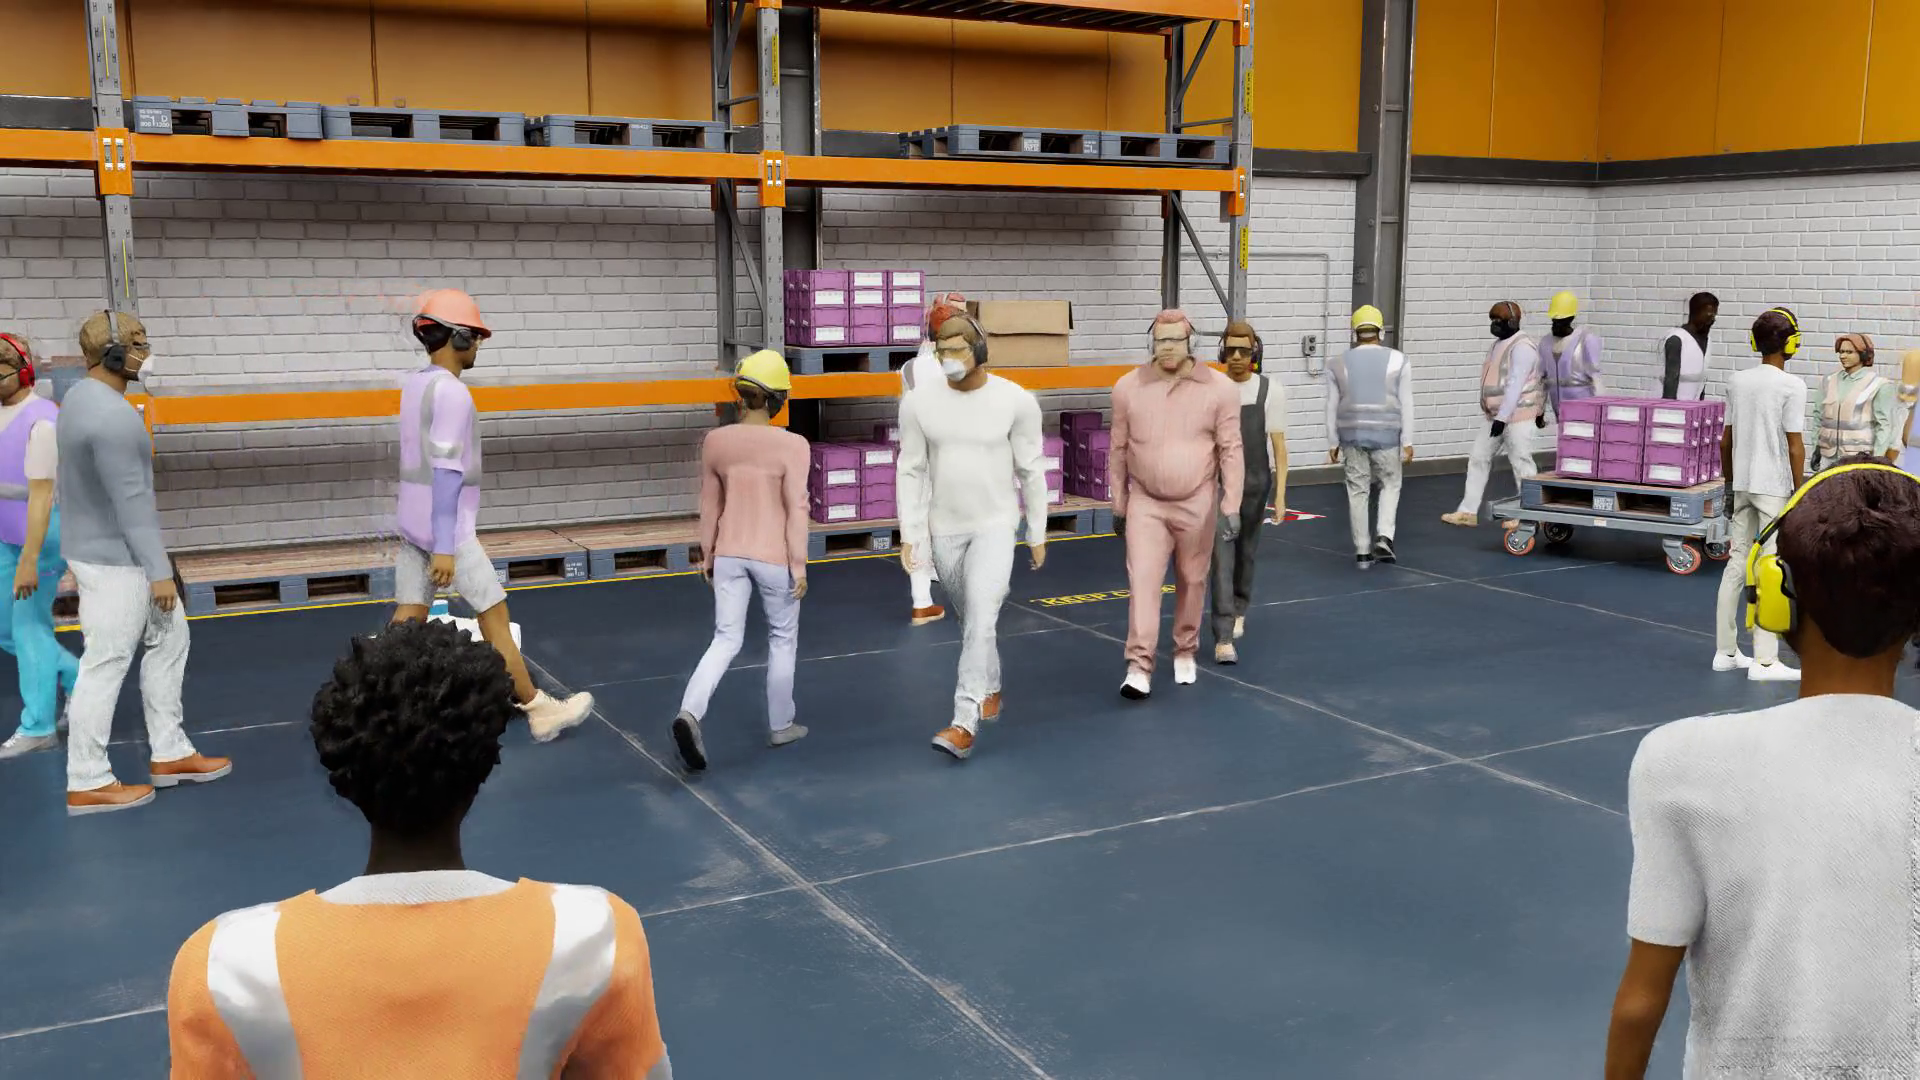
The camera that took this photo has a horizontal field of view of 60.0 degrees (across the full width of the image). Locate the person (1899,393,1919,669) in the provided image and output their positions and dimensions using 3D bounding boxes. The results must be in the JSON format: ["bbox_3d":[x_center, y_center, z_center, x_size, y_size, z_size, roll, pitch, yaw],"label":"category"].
[{"bbox_3d":[4.993,-0.247,8.458,0.583,1.893,0.632,0,9,0],"label":"person"}]

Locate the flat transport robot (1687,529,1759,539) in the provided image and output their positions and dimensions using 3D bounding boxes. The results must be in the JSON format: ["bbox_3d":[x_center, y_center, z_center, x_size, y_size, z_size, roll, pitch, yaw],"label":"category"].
[{"bbox_3d":[6.141,-0.067,12.264,0.652,0.197,1.431,-6,11,-34],"label":"flat transport robot"}]

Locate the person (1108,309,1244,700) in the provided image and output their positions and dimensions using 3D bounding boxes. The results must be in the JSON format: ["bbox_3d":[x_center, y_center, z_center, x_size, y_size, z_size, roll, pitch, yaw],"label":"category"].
[{"bbox_3d":[1.021,-0.161,7.990,0.667,1.859,0.963,2,10,12],"label":"person"}]

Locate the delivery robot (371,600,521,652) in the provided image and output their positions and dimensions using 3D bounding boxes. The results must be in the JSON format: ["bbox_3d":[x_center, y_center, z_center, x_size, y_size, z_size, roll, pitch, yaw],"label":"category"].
[{"bbox_3d":[-2.372,0.516,7.563,0.477,0.478,0.707,9,13,43],"label":"delivery robot"}]

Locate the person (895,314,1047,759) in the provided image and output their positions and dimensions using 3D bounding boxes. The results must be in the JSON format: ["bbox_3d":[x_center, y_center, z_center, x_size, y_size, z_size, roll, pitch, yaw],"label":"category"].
[{"bbox_3d":[0.042,-0.039,7.232,0.646,1.871,1.060,3,10,17],"label":"person"}]

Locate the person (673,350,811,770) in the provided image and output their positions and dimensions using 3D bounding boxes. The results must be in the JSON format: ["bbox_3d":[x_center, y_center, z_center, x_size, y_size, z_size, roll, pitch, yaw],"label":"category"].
[{"bbox_3d":[-0.895,0.082,6.935,0.529,1.735,0.788,4,10,21],"label":"person"}]

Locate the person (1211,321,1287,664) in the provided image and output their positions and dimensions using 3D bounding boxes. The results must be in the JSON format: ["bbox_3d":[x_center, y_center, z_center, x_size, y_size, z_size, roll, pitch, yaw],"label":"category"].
[{"bbox_3d":[1.494,-0.282,8.981,0.524,1.791,1.013,1,9,8],"label":"person"}]

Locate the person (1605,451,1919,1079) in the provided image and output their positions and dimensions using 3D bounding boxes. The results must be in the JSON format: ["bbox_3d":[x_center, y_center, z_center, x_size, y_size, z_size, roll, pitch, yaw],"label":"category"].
[{"bbox_3d":[1.062,0.825,2.055,0.517,1.848,0.694,2,10,14],"label":"person"}]

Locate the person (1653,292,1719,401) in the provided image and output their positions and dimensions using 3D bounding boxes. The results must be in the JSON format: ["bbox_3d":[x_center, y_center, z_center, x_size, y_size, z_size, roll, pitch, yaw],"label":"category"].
[{"bbox_3d":[5.738,-1.052,13.391,0.626,1.886,0.766,-8,12,-41],"label":"person"}]

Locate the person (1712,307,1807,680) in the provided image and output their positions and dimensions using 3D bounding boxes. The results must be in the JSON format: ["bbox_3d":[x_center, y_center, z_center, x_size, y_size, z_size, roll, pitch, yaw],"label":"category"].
[{"bbox_3d":[4.058,-0.229,8.381,0.328,1.876,0.514,-4,10,-21],"label":"person"}]

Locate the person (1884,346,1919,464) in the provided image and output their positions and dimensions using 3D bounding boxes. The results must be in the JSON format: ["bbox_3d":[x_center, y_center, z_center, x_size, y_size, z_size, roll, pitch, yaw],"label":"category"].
[{"bbox_3d":[6.491,-0.658,10.955,0.551,1.883,0.954,-5,10,-27],"label":"person"}]

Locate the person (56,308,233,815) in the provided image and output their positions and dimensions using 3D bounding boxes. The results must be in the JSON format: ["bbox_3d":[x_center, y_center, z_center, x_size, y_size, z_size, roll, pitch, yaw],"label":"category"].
[{"bbox_3d":[-3.139,0.076,6.398,0.769,1.910,0.671,-6,11,-33],"label":"person"}]

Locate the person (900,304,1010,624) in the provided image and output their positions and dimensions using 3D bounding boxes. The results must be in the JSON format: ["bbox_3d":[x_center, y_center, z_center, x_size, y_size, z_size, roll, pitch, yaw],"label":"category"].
[{"bbox_3d":[-0.029,-0.458,9.848,0.606,1.848,0.871,5,11,29],"label":"person"}]

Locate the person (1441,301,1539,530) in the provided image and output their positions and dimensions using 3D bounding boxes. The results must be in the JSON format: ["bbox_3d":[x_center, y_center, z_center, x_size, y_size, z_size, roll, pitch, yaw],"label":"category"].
[{"bbox_3d":[4.210,-0.967,13.094,0.835,1.803,0.638,-1,9,-6],"label":"person"}]

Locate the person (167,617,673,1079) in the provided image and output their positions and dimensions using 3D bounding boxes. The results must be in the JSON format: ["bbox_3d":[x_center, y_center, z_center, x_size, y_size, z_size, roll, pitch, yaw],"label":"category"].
[{"bbox_3d":[-0.628,0.909,2.040,0.557,1.667,0.720,-2,10,-15],"label":"person"}]

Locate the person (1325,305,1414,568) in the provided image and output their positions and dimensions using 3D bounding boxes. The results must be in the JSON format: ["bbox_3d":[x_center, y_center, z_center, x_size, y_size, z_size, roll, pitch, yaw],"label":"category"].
[{"bbox_3d":[2.816,-0.704,11.463,0.605,1.811,0.424,3,10,19],"label":"person"}]

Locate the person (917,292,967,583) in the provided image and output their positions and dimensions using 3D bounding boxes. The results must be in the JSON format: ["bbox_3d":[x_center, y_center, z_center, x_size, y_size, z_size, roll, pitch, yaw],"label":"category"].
[{"bbox_3d":[-0.068,-0.675,10.998,0.404,1.906,0.652,2,9,10],"label":"person"}]

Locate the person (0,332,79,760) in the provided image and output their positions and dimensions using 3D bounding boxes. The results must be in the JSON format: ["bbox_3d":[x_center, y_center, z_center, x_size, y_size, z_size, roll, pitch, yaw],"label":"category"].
[{"bbox_3d":[-3.912,0.026,7.036,0.621,1.811,0.489,7,12,37],"label":"person"}]

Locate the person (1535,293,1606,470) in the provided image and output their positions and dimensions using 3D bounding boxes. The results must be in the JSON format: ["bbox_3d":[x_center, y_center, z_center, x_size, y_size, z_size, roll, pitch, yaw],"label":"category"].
[{"bbox_3d":[4.995,-1.100,13.739,1.012,1.853,0.686,-4,10,-25],"label":"person"}]

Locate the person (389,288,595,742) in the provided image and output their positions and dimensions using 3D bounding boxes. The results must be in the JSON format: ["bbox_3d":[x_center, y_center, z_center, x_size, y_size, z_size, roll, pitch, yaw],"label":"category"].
[{"bbox_3d":[-2.144,-0.062,7.042,1.087,1.973,0.627,-7,11,-35],"label":"person"}]

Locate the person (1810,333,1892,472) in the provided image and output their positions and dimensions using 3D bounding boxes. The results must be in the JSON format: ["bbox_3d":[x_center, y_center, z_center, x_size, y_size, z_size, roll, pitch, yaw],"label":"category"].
[{"bbox_3d":[5.901,-0.551,11.055,0.315,1.640,0.514,-5,11,-28],"label":"person"}]
